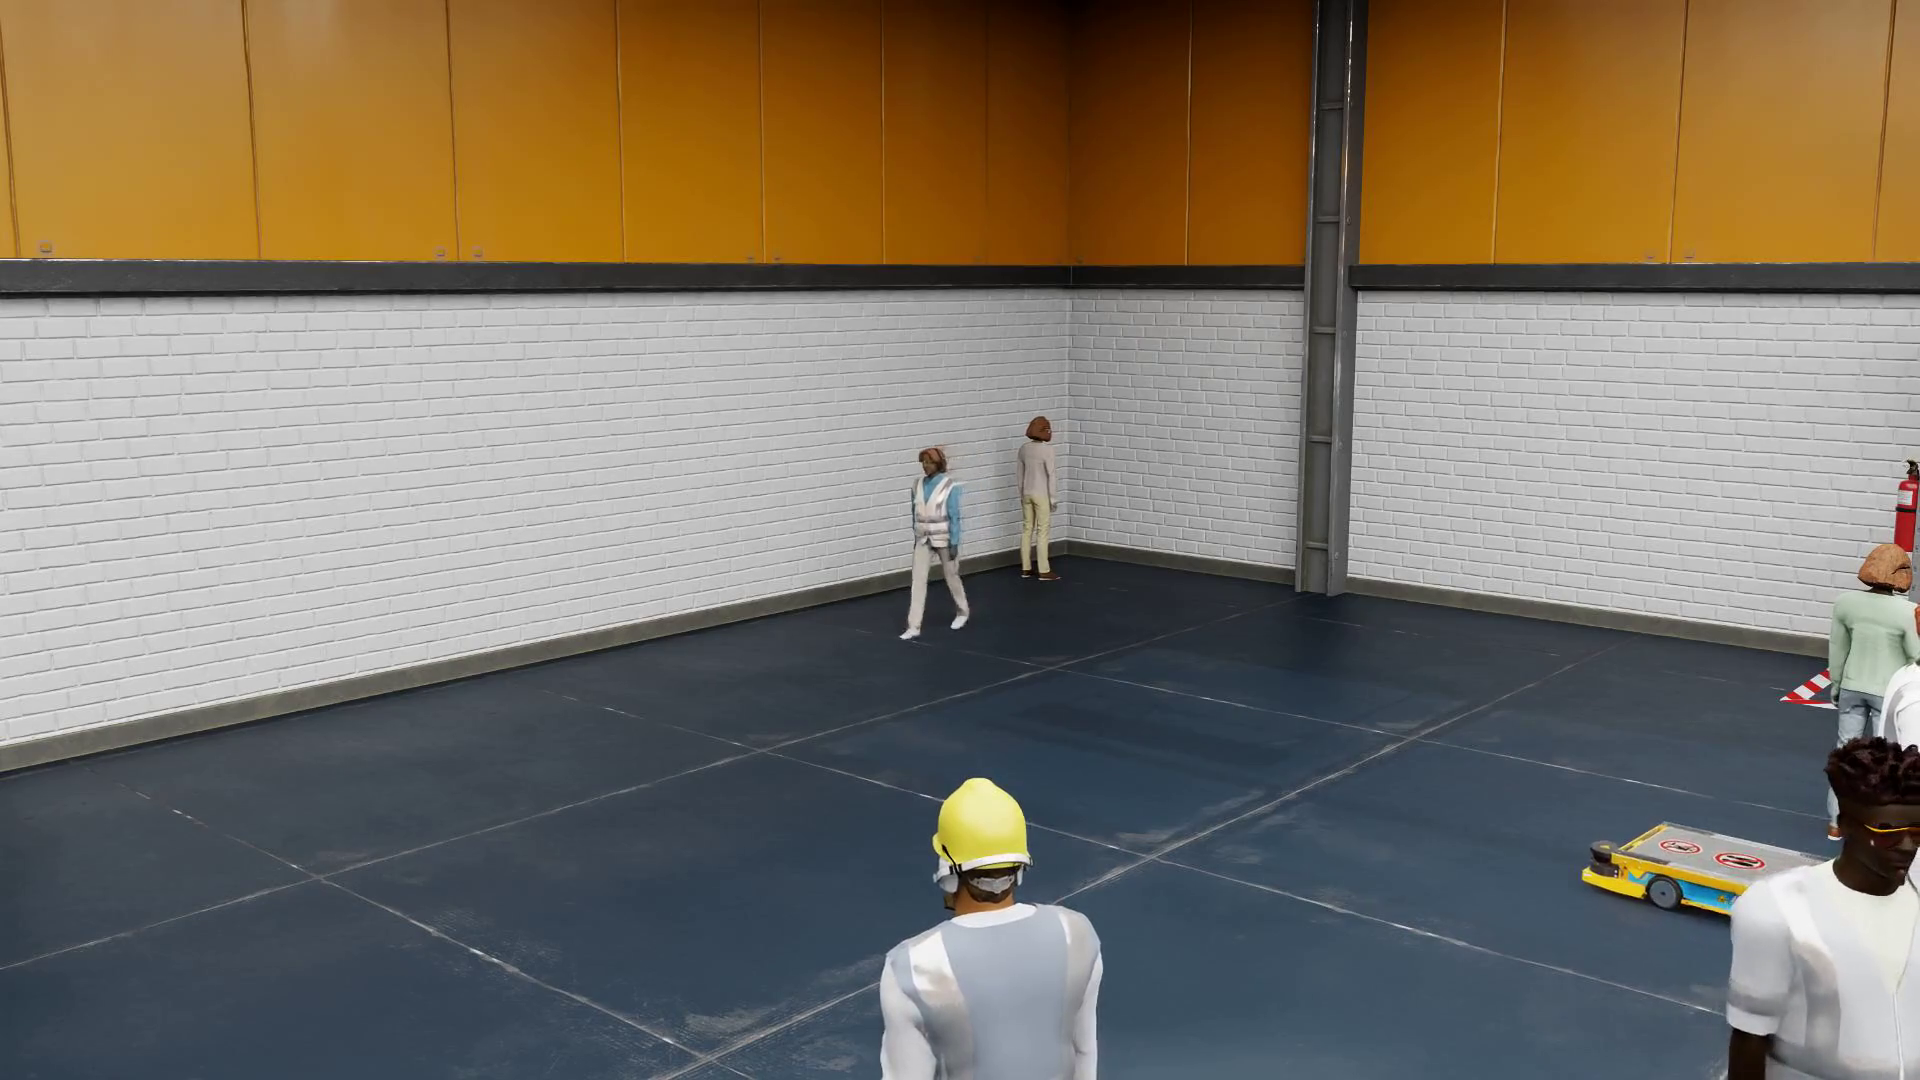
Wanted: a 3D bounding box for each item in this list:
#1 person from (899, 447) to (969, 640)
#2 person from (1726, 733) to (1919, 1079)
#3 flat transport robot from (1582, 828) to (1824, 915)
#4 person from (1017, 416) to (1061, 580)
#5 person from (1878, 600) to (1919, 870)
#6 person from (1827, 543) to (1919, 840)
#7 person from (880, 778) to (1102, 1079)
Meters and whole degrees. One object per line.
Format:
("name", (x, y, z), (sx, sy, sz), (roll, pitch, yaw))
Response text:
("person", (-0.183, 0.006, 14.068), (0.525, 1.601, 0.838), (6, 11, 34))
("person", (2.132, 1.421, 4.023), (0.610, 1.965, 0.362), (-1, 9, -9))
("flat transport robot", (3.810, 1.642, 7.946), (1.431, 0.197, 0.652), (9, 12, 43))
("person", (0.779, -0.420, 16.626), (0.285, 1.633, 0.501), (-8, 12, -42))
("person", (3.562, 1.118, 6.204), (0.338, 1.882, 0.576), (5, 10, 28))
("person", (4.847, 0.826, 8.802), (0.278, 1.633, 0.507), (-6, 11, -32))
("person", (0.057, 1.481, 4.063), (0.591, 1.834, 0.404), (-5, 10, -28))
